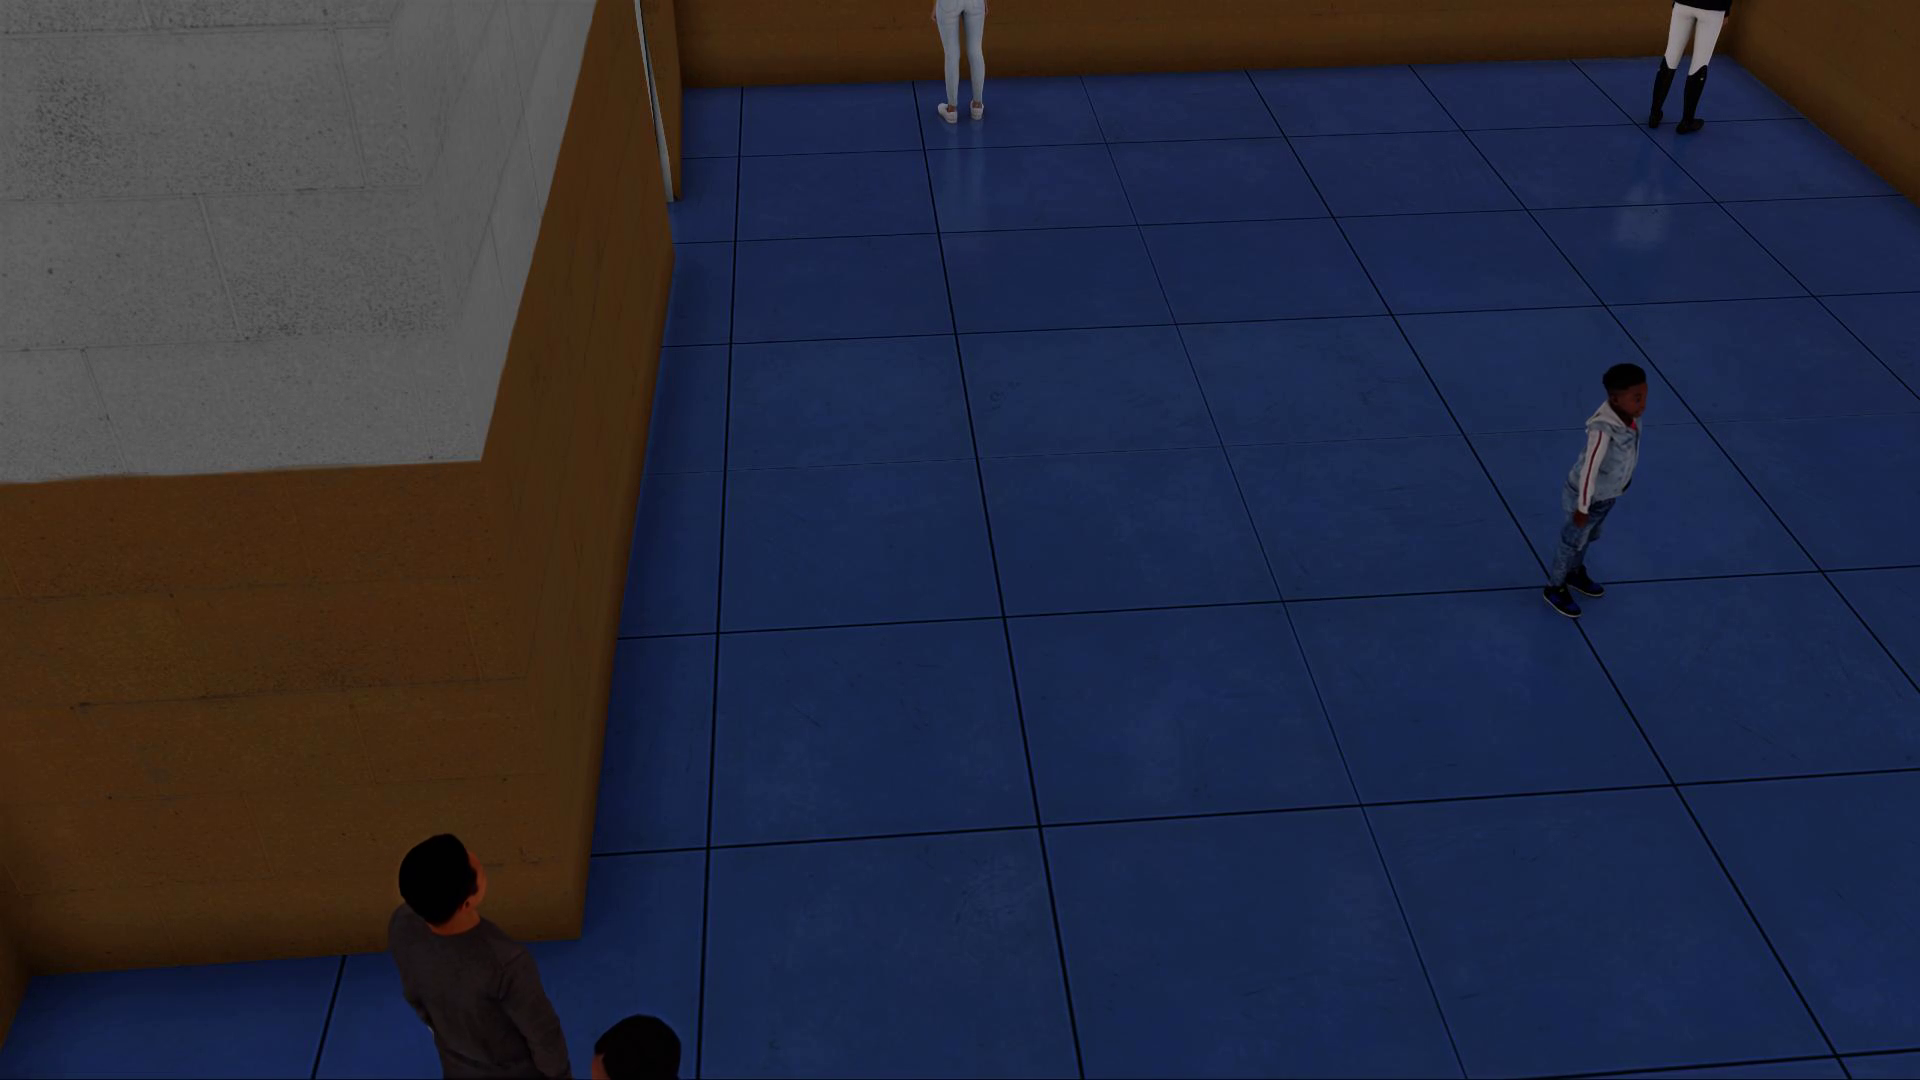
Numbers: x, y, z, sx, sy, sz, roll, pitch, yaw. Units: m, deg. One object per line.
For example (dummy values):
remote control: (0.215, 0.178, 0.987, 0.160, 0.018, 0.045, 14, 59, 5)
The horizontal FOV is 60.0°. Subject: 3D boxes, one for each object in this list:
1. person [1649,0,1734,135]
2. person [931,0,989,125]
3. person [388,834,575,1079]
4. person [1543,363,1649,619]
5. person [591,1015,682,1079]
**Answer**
person: (5.260, -3.764, 11.837, 0.666, 1.729, 0.725, 27, 45, 31)
person: (0.003, -3.881, 11.989, 0.524, 1.750, 0.659, -7, 38, -10)
person: (-1.357, 1.500, 4.807, 0.647, 1.767, 0.782, -12, 38, -15)
person: (2.898, -0.254, 7.565, 0.553, 1.260, 0.622, -29, 46, -33)
person: (-0.777, 1.841, 4.373, 0.667, 1.743, 0.716, 29, 46, 33)
